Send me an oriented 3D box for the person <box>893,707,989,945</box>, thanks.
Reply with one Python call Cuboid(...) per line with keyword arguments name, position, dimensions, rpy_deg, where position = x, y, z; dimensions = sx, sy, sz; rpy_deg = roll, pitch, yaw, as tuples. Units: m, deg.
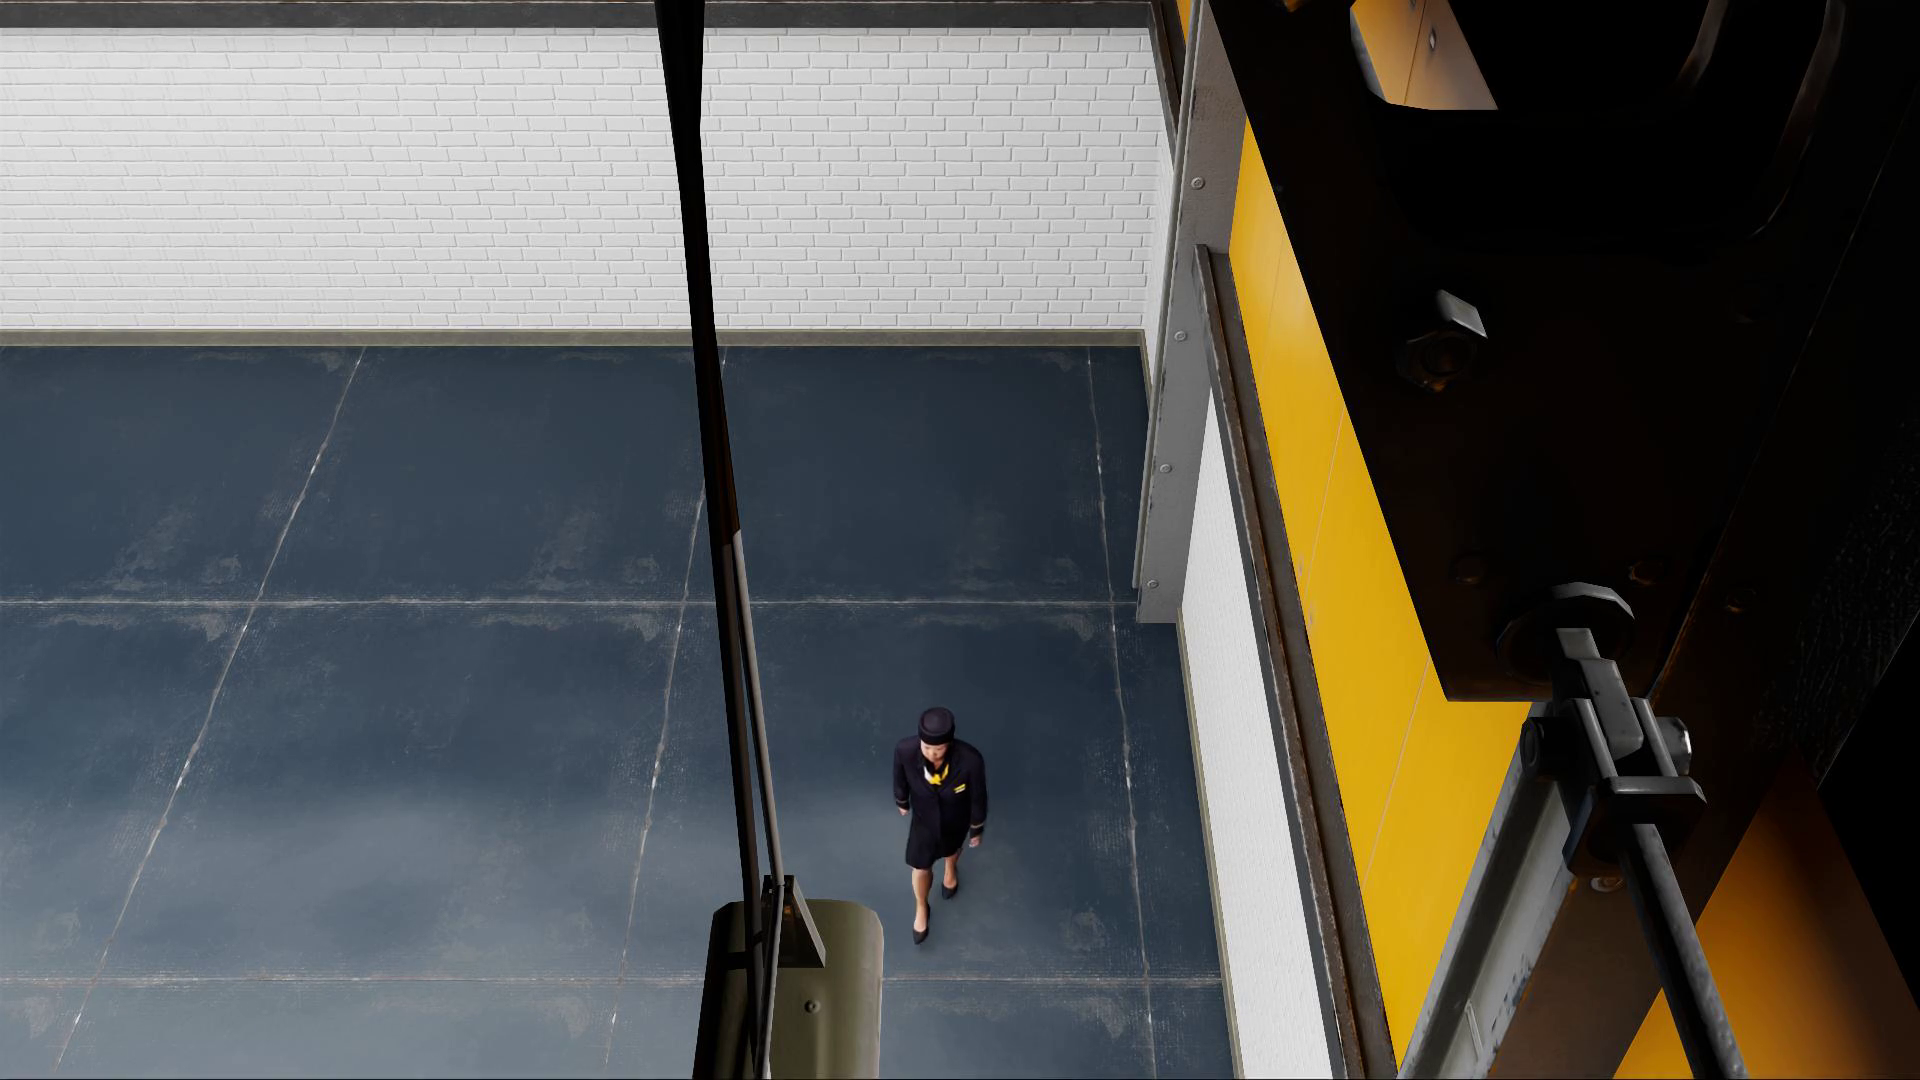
Cuboid(name="person", position=(-0.082, 1.474, 9.368), dimensions=(0.743, 1.653, 0.854), rpy_deg=(4, 44, 4))
